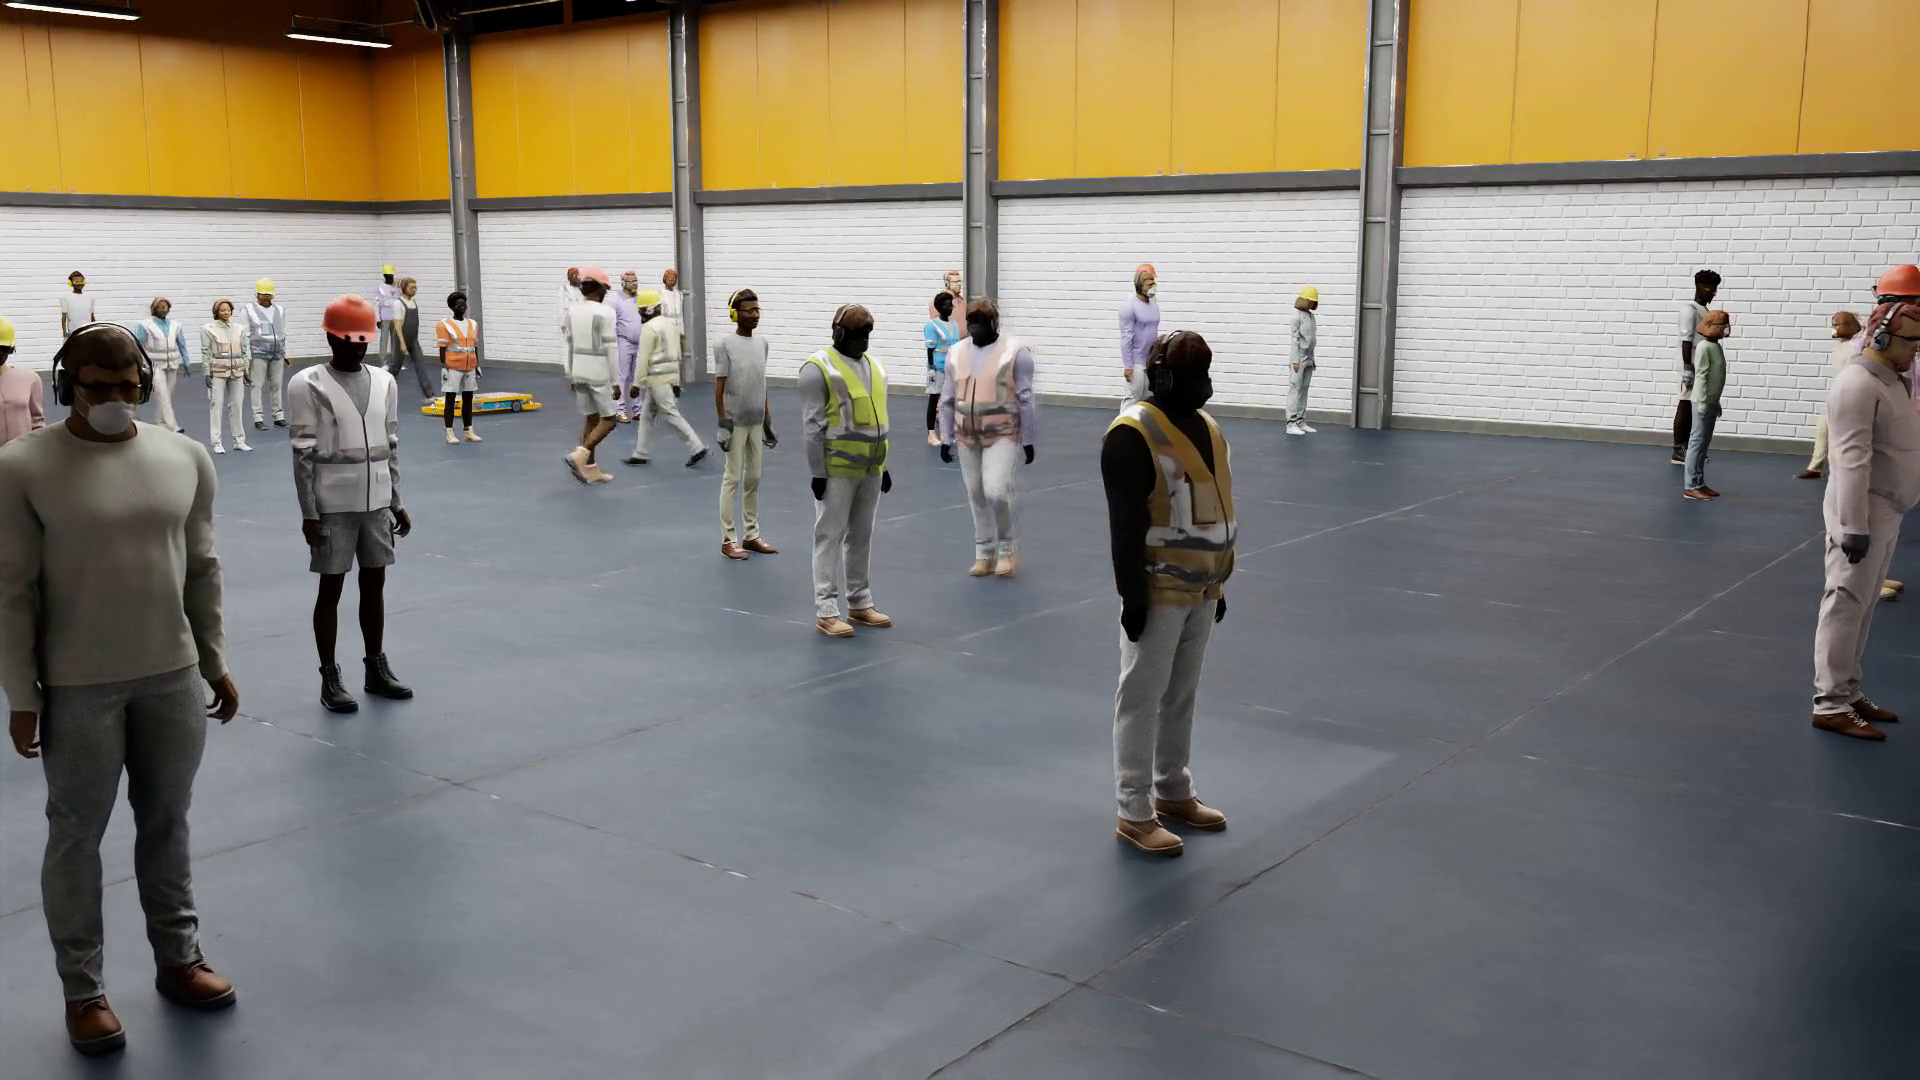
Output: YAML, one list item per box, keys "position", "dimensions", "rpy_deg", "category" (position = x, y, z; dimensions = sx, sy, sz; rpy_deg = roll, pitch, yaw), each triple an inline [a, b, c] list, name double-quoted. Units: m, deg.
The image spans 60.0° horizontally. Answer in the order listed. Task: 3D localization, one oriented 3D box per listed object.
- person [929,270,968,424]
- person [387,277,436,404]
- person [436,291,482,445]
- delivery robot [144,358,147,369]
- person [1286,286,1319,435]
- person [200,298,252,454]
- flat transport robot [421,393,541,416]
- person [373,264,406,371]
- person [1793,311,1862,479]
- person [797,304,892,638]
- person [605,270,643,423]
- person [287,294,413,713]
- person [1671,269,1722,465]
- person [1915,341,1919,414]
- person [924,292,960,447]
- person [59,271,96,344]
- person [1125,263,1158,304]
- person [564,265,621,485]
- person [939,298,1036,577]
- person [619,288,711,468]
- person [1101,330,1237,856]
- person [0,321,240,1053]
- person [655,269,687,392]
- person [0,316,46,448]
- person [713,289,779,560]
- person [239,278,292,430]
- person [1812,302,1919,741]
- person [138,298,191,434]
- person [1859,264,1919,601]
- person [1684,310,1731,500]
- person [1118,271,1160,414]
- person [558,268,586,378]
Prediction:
- position: [-0.091, -2.381, 20.652]
  dimensions: [0.406, 1.911, 0.639]
  rpy_deg: [8, 12, 38]
  category: "person"
- position: [-7.807, -2.796, 23.436]
  dimensions: [0.983, 1.798, 0.528]
  rpy_deg: [3, 10, 19]
  category: "person"
- position: [-5.583, -1.919, 18.575]
  dimensions: [0.320, 1.698, 0.531]
  rpy_deg: [8, 12, 38]
  category: "person"
- position: [-13.713, -2.888, 27.263]
  dimensions: [0.707, 0.478, 0.477]
  rpy_deg: [-2, 10, -9]
  category: "delivery robot"
- position: [4.065, -2.114, 19.606]
  dimensions: [0.311, 1.735, 0.484]
  rpy_deg: [8, 12, 38]
  category: "person"
- position: [-7.822, -1.747, 17.739]
  dimensions: [0.310, 1.642, 0.514]
  rpy_deg: [8, 12, 38]
  category: "person"
- position: [-6.367, -1.821, 22.149]
  dimensions: [0.652, 0.197, 1.431]
  rpy_deg: [8, 12, 37]
  category: "flat transport robot"
- position: [-10.387, -4.053, 30.326]
  dimensions: [0.370, 1.929, 0.585]
  rpy_deg: [8, 12, 38]
  category: "person"
- position: [8.332, -1.342, 15.533]
  dimensions: [0.846, 1.593, 0.496]
  rpy_deg: [0, 10, -2]
  category: "person"
- position: [-0.607, -0.391, 9.282]
  dimensions: [0.429, 1.837, 0.621]
  rpy_deg: [8, 12, 38]
  category: "person"
- position: [-4.132, -2.427, 20.918]
  dimensions: [0.406, 1.911, 0.639]
  rpy_deg: [8, 12, 38]
  category: "person"
- position: [-2.814, -0.174, 7.750]
  dimensions: [0.374, 1.927, 0.542]
  rpy_deg: [8, 12, 38]
  category: "person"
- position: [7.416, -1.737, 16.755]
  dimensions: [0.381, 1.958, 0.603]
  rpy_deg: [8, 12, 38]
  category: "person"
- position: [7.056, -0.822, 12.081]
  dimensions: [0.849, 1.733, 0.518]
  rpy_deg: [2, 10, 10]
  category: "person"
- position: [-0.183, -1.879, 18.339]
  dimensions: [0.320, 1.698, 0.531]
  rpy_deg: [8, 12, 38]
  category: "person"
- position: [-12.738, -2.957, 24.113]
  dimensions: [0.328, 1.874, 0.521]
  rpy_deg: [8, 12, 38]
  category: "person"
- position: [2.295, -2.455, 20.828]
  dimensions: [0.378, 1.996, 0.611]
  rpy_deg: [8, 12, 38]
  category: "person"
- position: [-3.364, -1.474, 15.089]
  dimensions: [0.654, 2.009, 0.620]
  rpy_deg: [6, 12, 33]
  category: "person"
- position: [0.165, -0.654, 10.840]
  dimensions: [0.643, 1.826, 0.471]
  rpy_deg: [6, 11, 29]
  category: "person"
- position: [-2.918, -1.586, 16.401]
  dimensions: [0.930, 1.792, 0.591]
  rpy_deg: [1, 10, 7]
  category: "person"
- position: [0.769, 0.177, 5.953]
  dimensions: [0.429, 1.845, 0.621]
  rpy_deg: [8, 12, 38]
  category: "person"
- position: [-2.272, 0.380, 4.509]
  dimensions: [0.371, 1.934, 0.627]
  rpy_deg: [8, 12, 38]
  category: "person"
- position: [-4.428, -3.183, 25.387]
  dimensions: [0.355, 1.887, 0.573]
  rpy_deg: [8, 12, 38]
  category: "person"
- position: [-5.603, -0.434, 9.760]
  dimensions: [0.328, 1.760, 0.524]
  rpy_deg: [8, 12, 38]
  category: "person"
- position: [-1.485, -0.808, 11.598]
  dimensions: [0.328, 1.874, 0.521]
  rpy_deg: [8, 12, 38]
  category: "person"
- position: [-8.357, -2.238, 20.071]
  dimensions: [0.403, 1.822, 0.588]
  rpy_deg: [8, 12, 38]
  category: "person"
- position: [4.030, -0.090, 7.342]
  dimensions: [0.406, 1.902, 0.639]
  rpy_deg: [8, 12, 38]
  category: "person"
- position: [-9.108, -1.974, 19.138]
  dimensions: [0.836, 1.596, 0.543]
  rpy_deg: [7, 12, 34]
  category: "person"
- position: [5.701, -0.659, 10.232]
  dimensions: [0.378, 2.045, 0.605]
  rpy_deg: [8, 12, 38]
  category: "person"
- position: [6.480, -1.170, 14.396]
  dimensions: [0.279, 1.634, 0.498]
  rpy_deg: [8, 12, 38]
  category: "person"
- position: [1.883, -1.814, 17.260]
  dimensions: [0.371, 1.941, 0.627]
  rpy_deg: [8, 12, 38]
  category: "person"
- position: [-6.587, -3.706, 28.440]
  dimensions: [0.355, 1.883, 0.573]
  rpy_deg: [8, 12, 38]
  category: "person"
